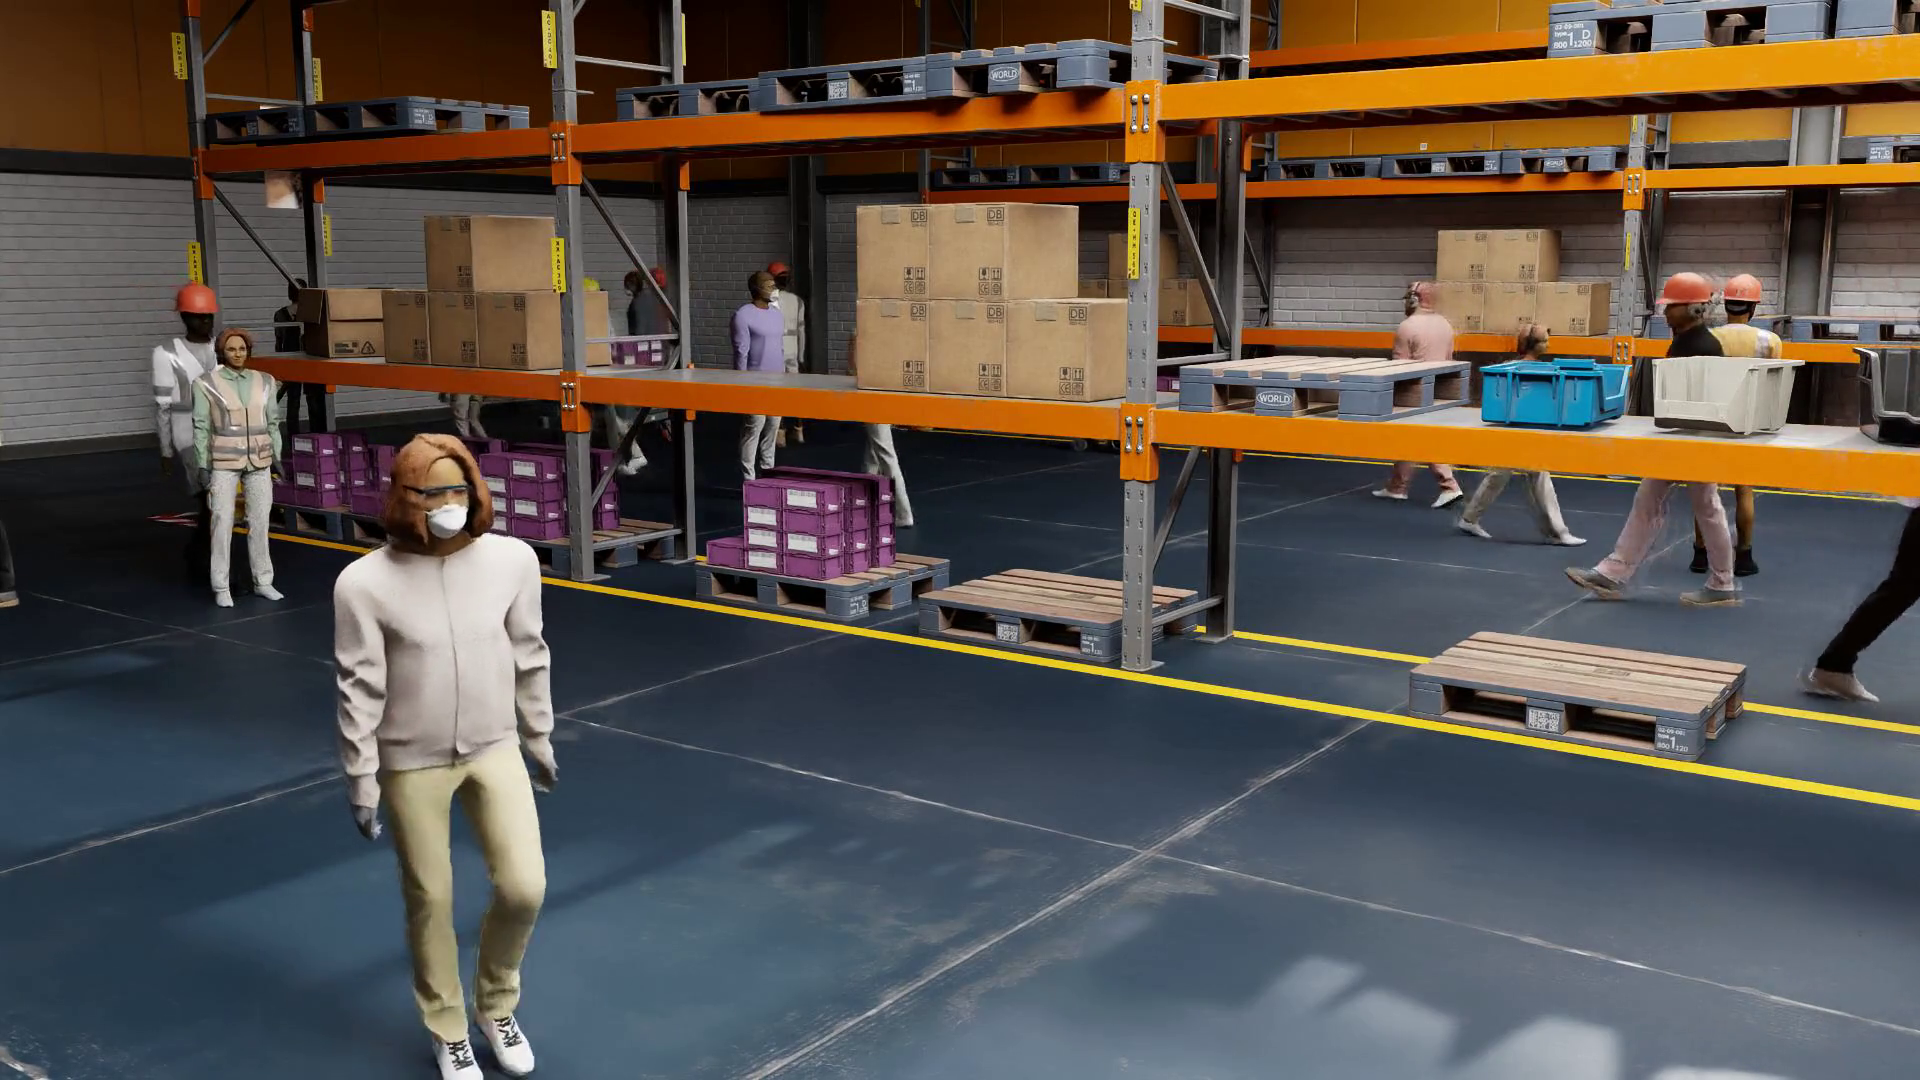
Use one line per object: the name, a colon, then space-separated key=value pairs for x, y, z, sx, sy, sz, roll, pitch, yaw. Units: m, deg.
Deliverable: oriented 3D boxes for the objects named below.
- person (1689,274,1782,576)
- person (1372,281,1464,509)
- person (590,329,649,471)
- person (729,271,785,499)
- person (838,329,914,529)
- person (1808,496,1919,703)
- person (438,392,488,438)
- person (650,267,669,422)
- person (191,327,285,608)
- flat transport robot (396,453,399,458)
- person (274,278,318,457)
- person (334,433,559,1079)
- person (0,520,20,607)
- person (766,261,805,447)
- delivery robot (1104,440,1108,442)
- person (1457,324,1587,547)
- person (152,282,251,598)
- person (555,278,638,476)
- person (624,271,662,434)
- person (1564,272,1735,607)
person: x=4.973 y=-0.736 z=10.729 sx=0.552 sy=1.935 sz=0.368 roll=6 pitch=11 yaw=30
person: x=3.830 y=-1.203 z=13.763 sx=0.657 sy=1.864 sz=0.992 roll=-8 pitch=12 yaw=-39
person: x=-3.428 y=-1.531 z=15.860 sx=0.931 sy=1.832 sz=0.536 roll=1 pitch=10 yaw=4
person: x=-1.674 y=-1.303 z=14.098 sx=0.361 sy=1.939 sz=0.635 roll=6 pitch=11 yaw=32
person: x=-0.675 y=-1.044 z=12.737 sx=0.974 sy=1.870 sz=0.609 roll=9 pitch=13 yaw=42
person: x=4.421 y=-0.150 z=7.466 sx=1.022 sy=1.872 sz=0.607 roll=6 pitch=11 yaw=33
person: x=-4.719 y=-1.436 z=15.848 sx=0.355 sy=1.622 sz=0.516 roll=6 pitch=11 yaw=30
person: x=-3.518 y=-2.288 z=19.929 sx=0.481 sy=1.953 sz=0.653 roll=-2 pitch=10 yaw=-11
person: x=-4.238 y=-0.429 z=9.790 sx=0.310 sy=1.638 sz=0.523 roll=9 pitch=13 yaw=42
flat transport robot: x=-5.156 y=-0.639 z=15.103 sx=0.652 sy=0.197 sz=1.431 roll=-3 pitch=10 yaw=-18
person: x=-6.794 y=-1.774 z=17.186 sx=0.516 sy=1.843 sz=0.325 roll=0 pitch=10 yaw=2
person: x=-1.209 y=0.551 z=3.991 sx=0.532 sy=1.617 sz=0.394 roll=-6 pitch=11 yaw=-32
person: x=-5.795 y=-0.574 z=9.648 sx=0.404 sy=1.984 sz=0.604 roll=-9 pitch=13 yaw=-42
person: x=-1.978 y=-2.047 z=18.260 sx=0.403 sy=2.036 sz=0.621 roll=8 pitch=12 yaw=38
delivery robot: x=1.582 y=-1.245 z=17.591 sx=0.707 sy=0.478 sz=0.477 roll=6 pitch=11 yaw=32
person: x=4.026 y=-0.759 z=11.924 sx=0.910 sy=1.589 sz=0.508 roll=4 pitch=11 yaw=25
person: x=-4.653 y=-0.630 z=10.211 sx=0.914 sy=1.906 sz=0.554 roll=8 pitch=13 yaw=41
person: x=-3.544 y=-1.541 z=15.744 sx=0.987 sy=1.873 sz=0.619 roll=5 pitch=11 yaw=29
person: x=-3.784 y=-2.149 z=19.252 sx=0.916 sy=1.890 sz=0.670 roll=1 pitch=10 yaw=4
person: x=4.100 y=-0.564 z=9.660 sx=0.998 sy=1.942 sz=0.655 roll=0 pitch=10 yaw=3
